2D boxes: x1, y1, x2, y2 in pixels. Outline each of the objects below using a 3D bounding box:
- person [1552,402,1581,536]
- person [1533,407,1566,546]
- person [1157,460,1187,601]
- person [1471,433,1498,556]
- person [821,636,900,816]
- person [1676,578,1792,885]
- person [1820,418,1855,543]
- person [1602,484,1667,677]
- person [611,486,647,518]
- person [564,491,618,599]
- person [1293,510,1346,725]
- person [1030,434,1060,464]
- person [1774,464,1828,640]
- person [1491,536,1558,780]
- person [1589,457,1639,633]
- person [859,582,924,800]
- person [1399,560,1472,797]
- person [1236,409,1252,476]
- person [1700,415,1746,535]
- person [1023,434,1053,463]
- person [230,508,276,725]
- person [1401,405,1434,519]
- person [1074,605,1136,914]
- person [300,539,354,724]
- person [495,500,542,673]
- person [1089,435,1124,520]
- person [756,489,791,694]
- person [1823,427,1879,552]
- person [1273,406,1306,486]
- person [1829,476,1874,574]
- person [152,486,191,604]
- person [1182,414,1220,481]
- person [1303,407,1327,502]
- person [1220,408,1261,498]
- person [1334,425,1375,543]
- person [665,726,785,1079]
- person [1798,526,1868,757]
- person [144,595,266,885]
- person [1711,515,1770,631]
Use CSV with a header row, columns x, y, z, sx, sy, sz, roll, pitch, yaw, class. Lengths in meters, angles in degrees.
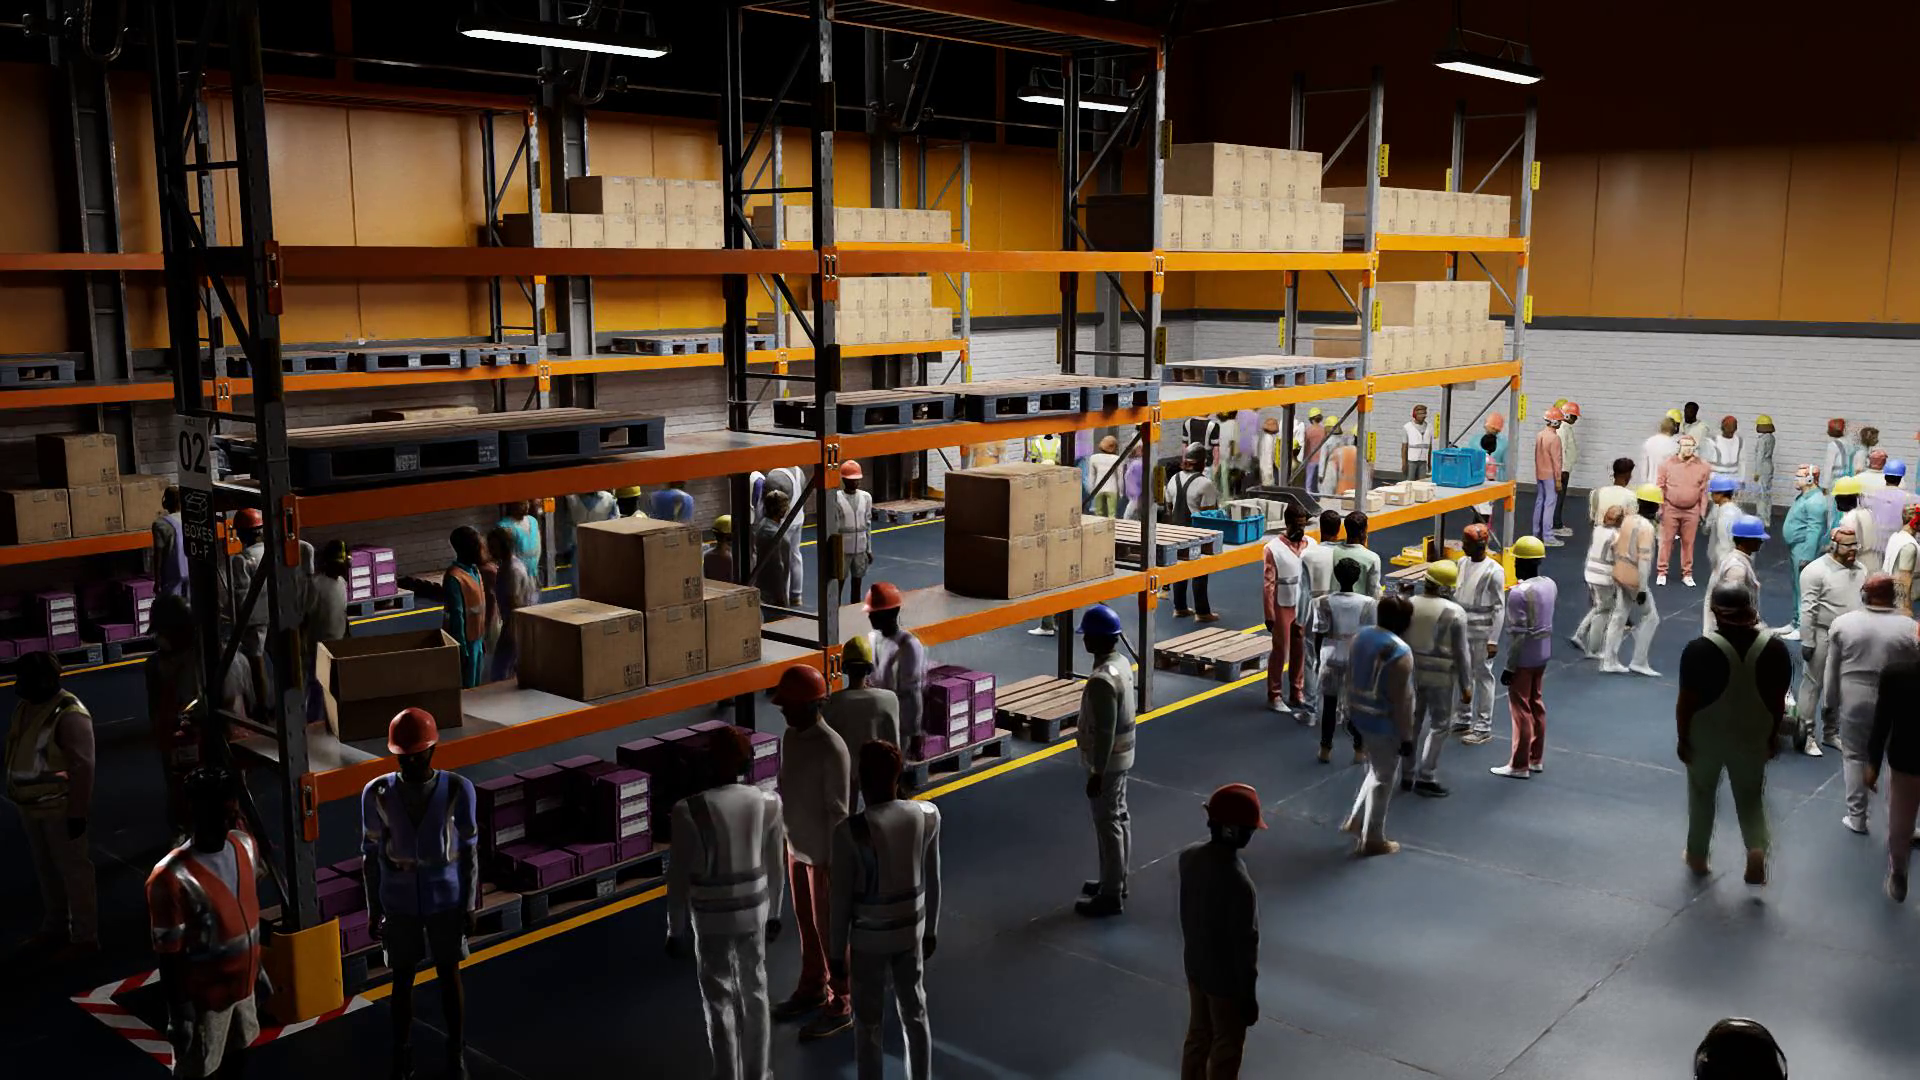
x,y,z,sx,sy,sz,roll,pitch,yaw,class
9.007,-1.061,24.777,0.387,1.988,0.608,4,10,22,person
8.457,-0.910,23.856,0.380,1.995,0.611,-2,10,-9,person
2.555,-0.117,20.008,0.533,1.697,0.319,-4,10,-23,person
7.287,-0.635,23.100,0.321,1.696,0.536,-1,10,-5,person
-0.633,1.469,10.334,0.527,1.768,0.331,-2,10,-12,person
5.019,1.244,10.855,0.690,2.000,0.715,1,10,8,person
12.525,-0.820,23.758,0.607,1.843,0.698,-8,13,-40,person
6.661,0.400,16.311,0.676,1.895,0.626,0,10,-2,person
-3.258,0.347,16.597,0.392,1.919,0.581,-2,10,-12,person
-4.013,0.104,18.165,0.615,1.875,0.513,-1,10,-3,person
3.232,0.686,14.598,0.600,1.908,0.396,-2,10,-14,person
1.332,-1.003,25.301,0.535,1.697,0.318,-1,10,-4,person
9.068,0.128,17.924,0.408,1.908,0.641,3,10,16,person
4.450,0.921,13.120,0.594,1.925,0.370,-9,13,-43,person
7.211,0.051,18.263,0.738,1.936,0.621,-9,13,-43,person
-0.497,1.227,11.319,0.408,1.918,0.566,-8,12,-38,person
3.591,1.047,12.724,0.439,1.815,0.643,-8,13,-41,person
5.411,-2.044,31.720,0.318,1.630,0.513,6,11,30,person
11.147,-0.916,24.375,0.581,1.861,0.842,-1,10,-6,person
1.297,-1.411,27.327,0.560,1.836,0.393,8,12,40,person
-6.178,0.670,14.629,0.386,1.929,0.543,4,10,22,person
7.184,-1.227,26.235,0.563,1.836,0.392,-4,10,-20,person
0.901,1.365,10.412,0.406,1.946,0.608,3,10,16,person
-5.120,0.929,13.390,0.339,1.833,0.685,3,10,15,person
-4.380,0.395,16.518,0.385,1.846,0.567,4,10,22,person
2.078,-0.680,23.601,0.504,1.632,0.301,5,11,25,person
-1.738,0.485,15.697,0.361,1.937,0.635,-2,10,-12,person
12.573,-0.679,23.081,0.988,1.786,0.520,3,10,17,person
5.191,-1.257,26.280,0.352,1.880,0.576,-8,13,-41,person
9.005,0.312,16.815,0.515,1.905,0.598,9,13,44,person
-7.827,0.373,16.686,0.353,1.835,0.518,8,12,39,person
3.691,-1.191,25.437,0.613,2.033,0.410,5,11,29,person
5.641,-1.231,26.483,0.526,1.760,0.344,-2,10,-9,person
4.667,-1.496,27.389,1.031,2.003,0.617,-1,10,-8,person
5.375,-0.659,22.722,0.589,1.882,0.968,5,11,28,person
-1.087,1.822,7.937,0.618,1.865,0.409,-7,12,-35,person
7.233,0.829,13.733,0.639,1.911,0.406,-3,10,-17,person
-4.801,1.300,10.524,0.558,2.000,0.733,-6,11,-33,person
6.564,0.752,14.068,0.403,1.948,0.605,4,10,25,person
